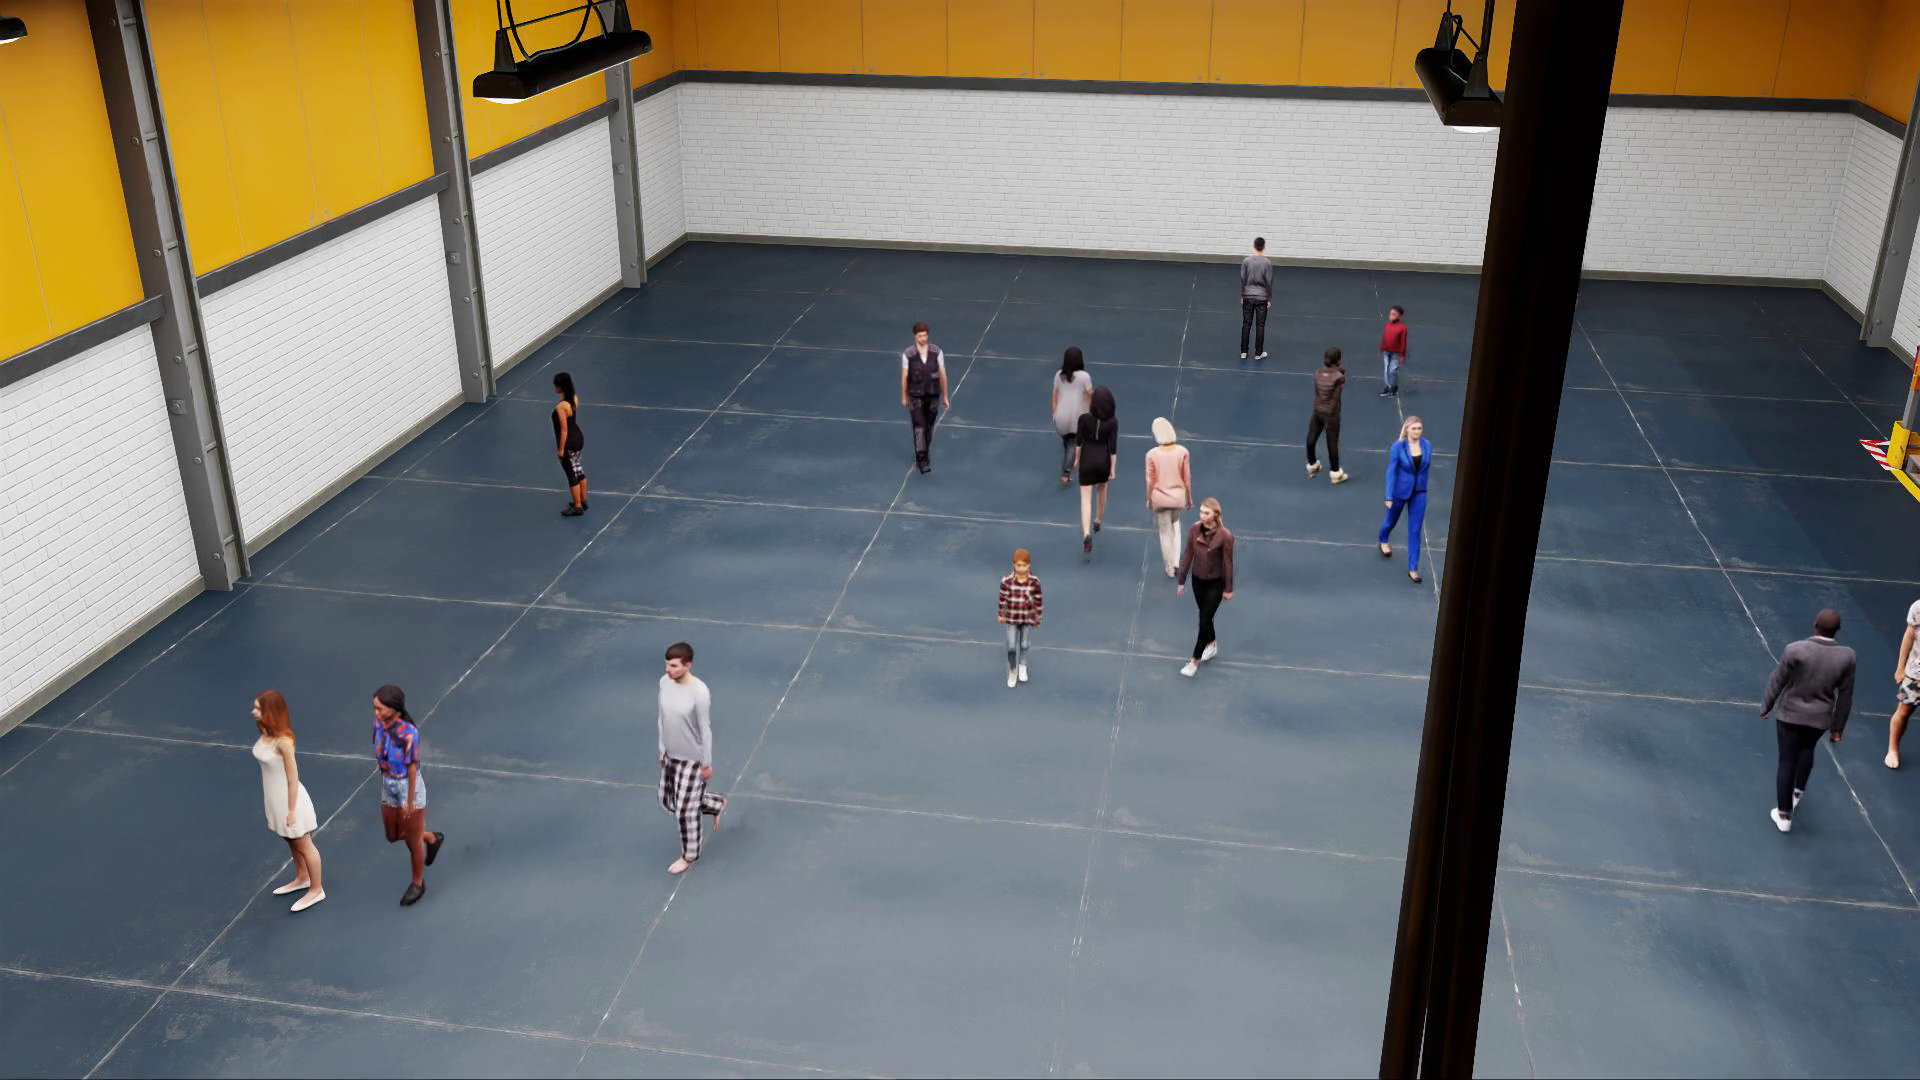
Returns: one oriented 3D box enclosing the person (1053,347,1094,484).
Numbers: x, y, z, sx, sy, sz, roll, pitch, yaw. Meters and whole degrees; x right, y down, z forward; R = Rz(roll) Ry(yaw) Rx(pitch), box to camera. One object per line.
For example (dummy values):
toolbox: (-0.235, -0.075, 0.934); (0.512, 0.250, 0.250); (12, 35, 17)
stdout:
person: (1.294, -1.431, 19.438); (0.855, 1.574, 1.131); (13, 27, 27)

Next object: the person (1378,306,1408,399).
person: (5.871, -2.556, 22.416); (0.641, 1.250, 0.598); (-20, 31, -38)

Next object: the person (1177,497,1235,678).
person: (2.307, 0.380, 15.176); (0.947, 1.668, 1.118); (18, 29, 36)

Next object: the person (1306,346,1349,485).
person: (4.349, -1.486, 19.462); (0.887, 1.655, 0.808); (7, 24, 15)

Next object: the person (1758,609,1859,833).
person: (6.443, 1.407, 12.667); (0.727, 1.797, 0.845); (4, 24, 10)

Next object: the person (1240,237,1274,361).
person: (4.247, -3.473, 23.876); (0.662, 1.761, 0.612); (9, 25, 21)

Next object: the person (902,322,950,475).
person: (-0.441, -1.732, 19.840); (0.995, 1.804, 1.253); (-7, 25, -15)

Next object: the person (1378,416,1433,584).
person: (4.562, -0.478, 17.155); (0.882, 1.656, 1.235); (-3, 24, -7)

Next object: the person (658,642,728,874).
person: (-1.974, 1.550, 12.294); (0.876, 1.833, 1.011); (17, 29, 34)

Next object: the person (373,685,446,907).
person: (-3.909, 1.776, 11.903); (0.712, 1.733, 0.866); (12, 26, 25)

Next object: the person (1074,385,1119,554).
person: (1.410, -0.708, 17.546); (0.711, 1.764, 1.167); (0, 24, 1)

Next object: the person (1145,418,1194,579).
person: (2.116, -0.383, 16.897); (0.718, 1.689, 0.684); (0, 24, 0)

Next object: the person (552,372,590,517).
person: (-4.342, -1.092, 18.539); (0.634, 1.673, 0.436); (4, 24, 8)

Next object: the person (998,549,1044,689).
person: (0.542, 0.660, 15.004); (0.598, 1.295, 0.632); (-1, 24, -1)

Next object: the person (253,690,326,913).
person: (-4.785, 1.822, 11.823); (0.687, 1.712, 0.647); (-21, 31, -39)

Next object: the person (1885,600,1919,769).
person: (7.904, 1.029, 13.519); (0.726, 1.807, 0.645); (9, 25, 20)
